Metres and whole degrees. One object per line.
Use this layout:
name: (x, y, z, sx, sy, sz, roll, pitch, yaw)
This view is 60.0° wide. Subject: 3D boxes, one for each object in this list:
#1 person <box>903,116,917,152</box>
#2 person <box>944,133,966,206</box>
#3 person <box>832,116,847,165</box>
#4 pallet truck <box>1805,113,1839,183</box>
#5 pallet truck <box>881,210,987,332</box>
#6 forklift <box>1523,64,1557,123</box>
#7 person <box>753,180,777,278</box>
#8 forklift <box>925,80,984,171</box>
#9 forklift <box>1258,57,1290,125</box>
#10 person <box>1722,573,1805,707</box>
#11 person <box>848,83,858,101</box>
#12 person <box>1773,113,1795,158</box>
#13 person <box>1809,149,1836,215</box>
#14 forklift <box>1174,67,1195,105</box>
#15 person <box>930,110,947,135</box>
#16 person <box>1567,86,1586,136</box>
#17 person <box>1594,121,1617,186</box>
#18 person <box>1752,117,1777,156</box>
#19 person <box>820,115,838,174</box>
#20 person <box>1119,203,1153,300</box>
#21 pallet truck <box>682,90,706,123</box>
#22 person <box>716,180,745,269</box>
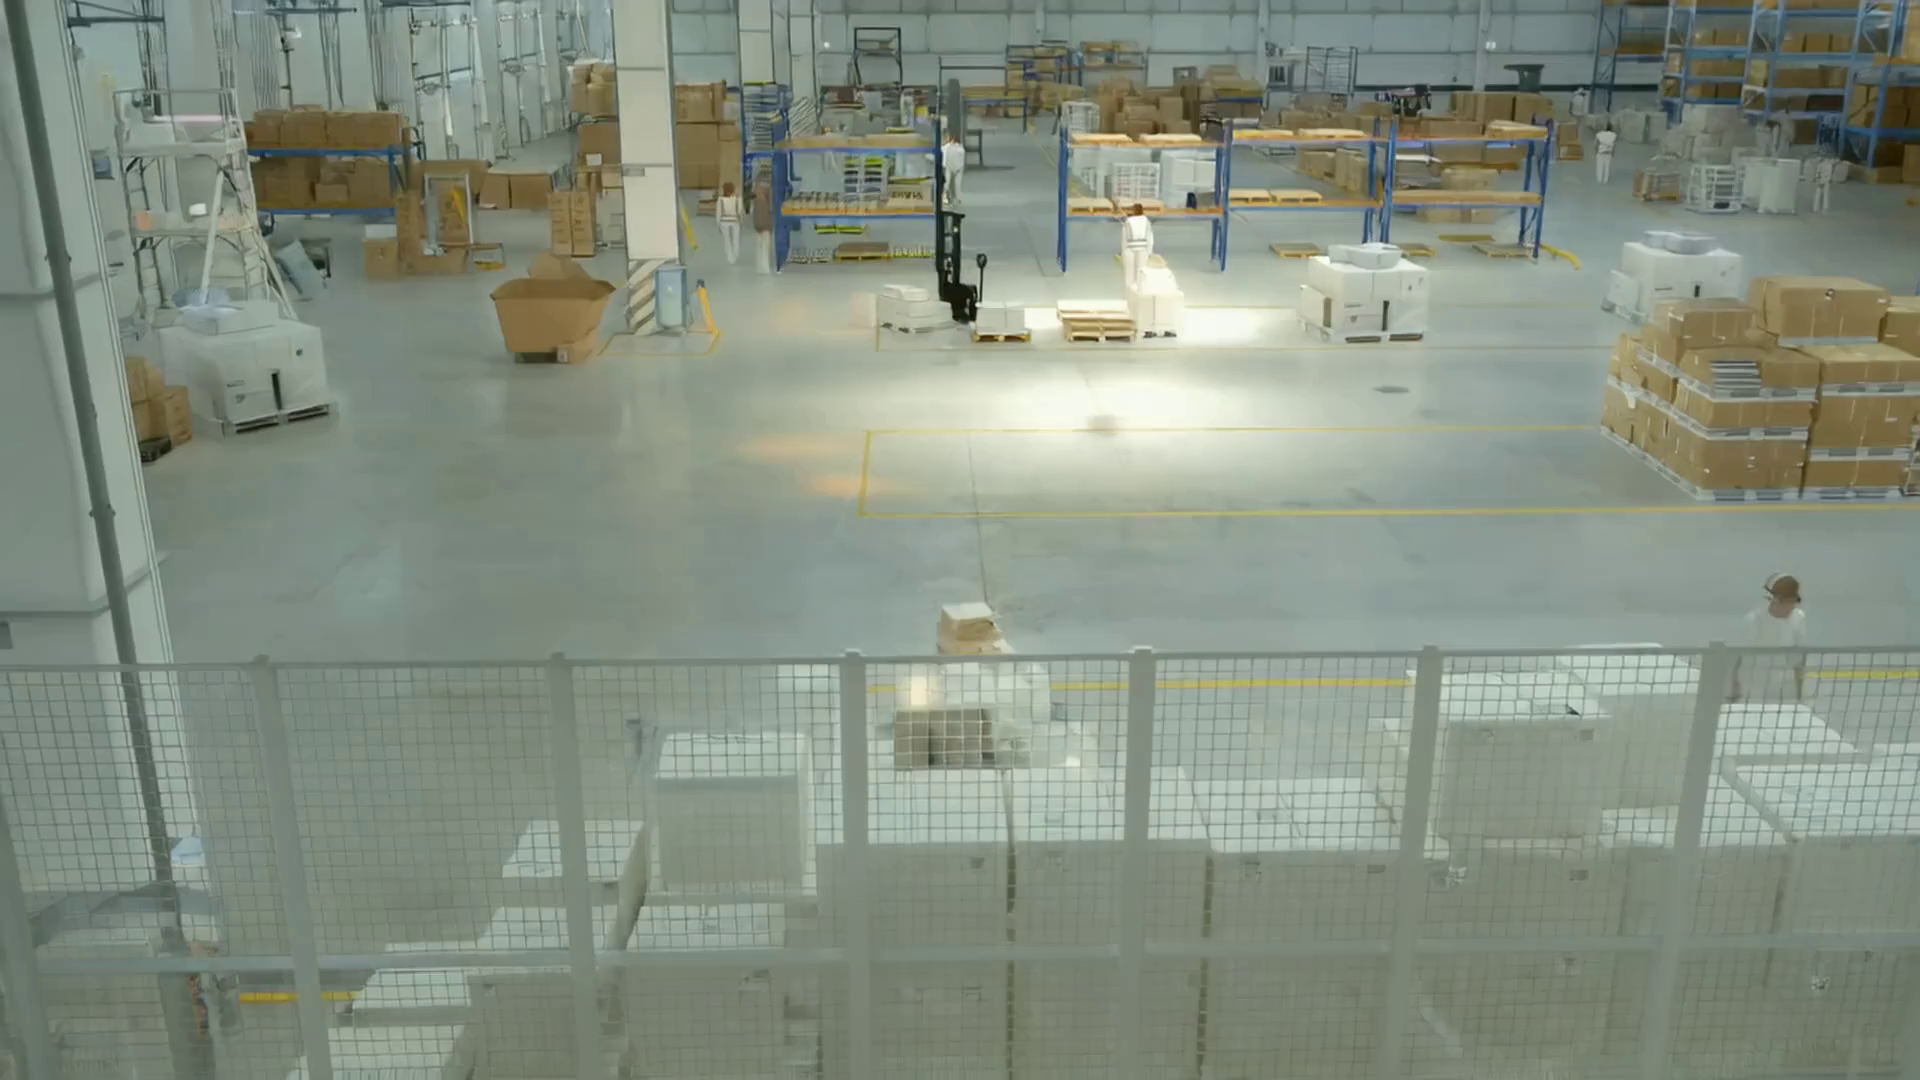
person: (-1.589, -12.769, 53.520, 0.480, 1.734, 0.334, -8, 20, -22)
person: (-0.141, -10.059, 45.172, 0.627, 1.934, 0.372, 6, 19, 16)
person: (-3.981, -13.209, 55.017, 0.517, 1.605, 0.769, -4, 19, -12)
pallet truck: (26.403, -11.957, 50.702, 0.823, 1.965, 1.885, 6, 19, 16)
pallet truck: (-0.493, -4.759, 29.349, 1.885, 1.965, 0.823, -13, 23, -34)
forklift: (21.841, -16.790, 63.680, 1.873, 2.768, 1.129, 0, 19, -1)
person: (-4.025, -6.395, 34.205, 0.397, 1.992, 0.623, -11, 21, -29)
forklift: (-0.204, -13.247, 53.168, 1.873, 2.768, 1.129, -1, 19, -3)
forklift: (13.132, -18.622, 69.114, 1.129, 2.768, 1.873, -1, 19, -1)
person: (5.923, 1.147, 12.067, 0.554, 1.838, 0.859, -5, 19, -15)
person: (-4.332, -17.535, 67.410, 0.534, 1.895, 0.572, -5, 19, -13)
person: (25.583, -12.264, 51.701, 0.462, 1.938, 0.640, -8, 20, -23)
person: (22.515, -9.330, 43.374, 0.532, 1.697, 0.319, -1, 19, -2)
forklift: (8.189, -15.896, 61.028, 1.873, 2.768, 1.129, 14, 23, 36)
person: (-0.706, -12.909, 53.689, 0.654, 1.903, 0.477, -11, 22, -31)
person: (23.877, -16.578, 64.438, 0.661, 1.979, 0.590, 5, 19, 16)
person: (19.240, -11.539, 49.624, 0.623, 1.894, 0.707, 9, 21, 25)
person: (24.709, -12.009, 51.033, 0.629, 1.876, 1.032, -8, 20, -22)
person: (-4.119, -12.433, 52.389, 0.523, 1.812, 0.781, -17, 25, -40)
person: (3.375, -5.543, 31.938, 0.633, 1.834, 0.431, -4, 19, -12)
pallet truck: (-9.671, -15.907, 62.421, 0.823, 1.965, 1.885, 5, 19, 15)
person: (-4.874, -6.749, 35.480, 0.592, 1.861, 0.753, -1, 19, -3)
